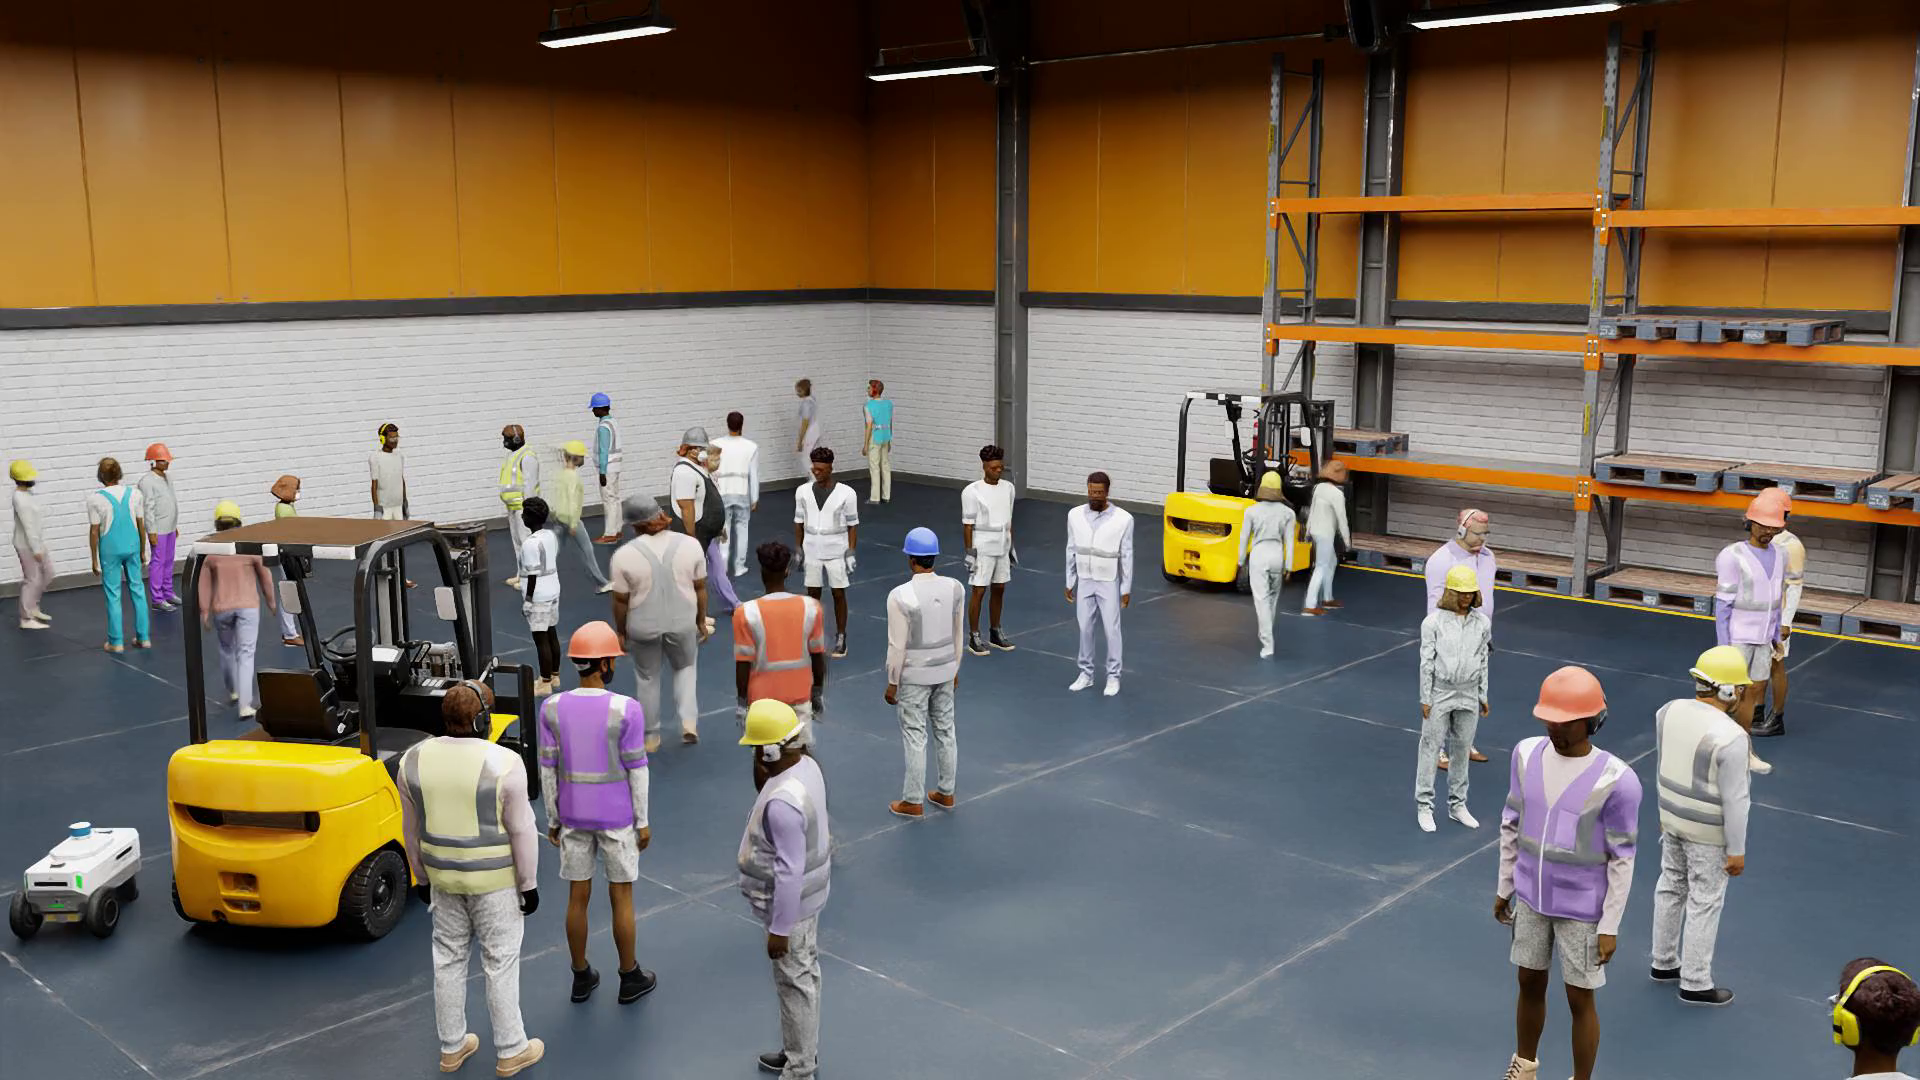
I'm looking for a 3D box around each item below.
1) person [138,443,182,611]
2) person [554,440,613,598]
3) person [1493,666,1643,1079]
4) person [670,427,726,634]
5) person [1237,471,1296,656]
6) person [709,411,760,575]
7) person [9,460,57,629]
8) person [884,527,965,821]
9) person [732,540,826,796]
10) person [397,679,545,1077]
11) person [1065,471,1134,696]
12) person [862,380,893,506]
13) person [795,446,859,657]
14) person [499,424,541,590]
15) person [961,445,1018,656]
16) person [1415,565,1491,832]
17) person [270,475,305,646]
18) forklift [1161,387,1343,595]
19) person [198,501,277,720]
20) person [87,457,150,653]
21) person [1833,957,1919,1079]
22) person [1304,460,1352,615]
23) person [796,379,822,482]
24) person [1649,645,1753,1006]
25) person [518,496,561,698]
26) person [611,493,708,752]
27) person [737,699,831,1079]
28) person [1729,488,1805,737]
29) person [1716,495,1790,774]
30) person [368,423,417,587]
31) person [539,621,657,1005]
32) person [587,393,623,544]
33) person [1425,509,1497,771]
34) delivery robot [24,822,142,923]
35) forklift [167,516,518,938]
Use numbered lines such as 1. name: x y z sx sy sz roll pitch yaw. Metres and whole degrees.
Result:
1. person: -8.321 -0.144 17.379 0.334 1.749 0.576 0 10 -2
2. person: -4.184 -0.221 17.955 0.949 1.704 0.531 -6 12 -31
3. person: 2.538 1.525 7.060 0.374 2.043 0.608 -8 13 -37
4. person: -2.576 -0.111 16.376 0.536 2.000 0.682 -1 10 -4
5. person: 2.867 0.210 15.536 0.502 1.700 0.894 0 10 -2
6. person: -2.593 -0.521 19.080 0.604 1.909 0.506 0 10 3
7. person: -9.160 0.049 16.398 0.361 1.721 0.615 -3 10 -18
8. person: -0.236 0.880 10.998 0.605 1.948 0.386 -8 13 -38
9. person: -1.118 0.976 10.481 0.608 1.946 0.755 -5 11 -26
10. person: -2.200 1.534 7.577 0.633 1.842 0.429 2 10 12
11. person: 1.183 0.357 14.094 0.591 1.911 0.397 5 11 26
12. person: -1.199 -1.427 24.408 0.378 1.848 0.569 8 13 38
13. person: -1.240 0.108 15.341 0.610 1.964 0.366 3 10 16
14. person: -4.895 -0.379 18.507 0.429 1.831 0.638 -7 12 -35
15. person: 0.289 0.083 15.484 0.617 1.964 0.361 -8 13 -39
16. person: 3.209 1.021 10.777 0.485 1.745 0.296 -2 10 -13
17. person: -6.367 0.190 15.817 0.278 1.633 0.499 -4 11 -24
18. forklift: 3.298 -0.608 18.767 1.214 2.155 2.313 9 13 42
19. person: -5.868 0.547 13.539 0.546 1.728 0.875 -2 10 -11
20. person: -7.855 0.139 15.545 0.344 1.839 0.501 9 13 41
21. person: 2.445 2.054 4.572 0.505 1.864 0.331 -1 10 -8
22. person: 3.820 -0.028 17.135 0.651 1.603 0.567 -3 10 -15
23. person: -2.263 -1.522 25.104 0.355 1.816 0.595 2 10 10
24. person: 3.705 1.419 8.302 0.403 1.821 0.601 -2 10 -14
25. person: -3.545 0.476 14.013 0.318 1.697 0.534 1 10 5
26. person: -2.236 0.594 12.362 0.708 2.000 0.542 -3 10 -18
27. person: -0.775 1.585 7.344 0.404 1.821 0.590 1 10 3
28. person: 6.240 0.555 12.877 0.364 1.935 0.553 -1 10 -6
29. person: 5.655 0.682 11.865 0.609 2.040 0.395 -4 11 -22
30. person: -6.265 -0.360 18.331 0.331 1.857 0.506 5 11 24
31. person: -1.802 1.361 8.303 0.544 1.933 0.376 2 10 10
32. person: -4.517 -0.913 21.240 0.416 1.939 0.604 0 10 0
33. person: 3.664 0.711 12.098 0.643 1.902 0.400 -6 12 -31
34. delivery robot: -4.905 1.825 9.316 0.477 0.478 0.707 0 10 0
35. forklift: -3.583 0.976 9.748 1.214 2.155 2.313 2 10 11
